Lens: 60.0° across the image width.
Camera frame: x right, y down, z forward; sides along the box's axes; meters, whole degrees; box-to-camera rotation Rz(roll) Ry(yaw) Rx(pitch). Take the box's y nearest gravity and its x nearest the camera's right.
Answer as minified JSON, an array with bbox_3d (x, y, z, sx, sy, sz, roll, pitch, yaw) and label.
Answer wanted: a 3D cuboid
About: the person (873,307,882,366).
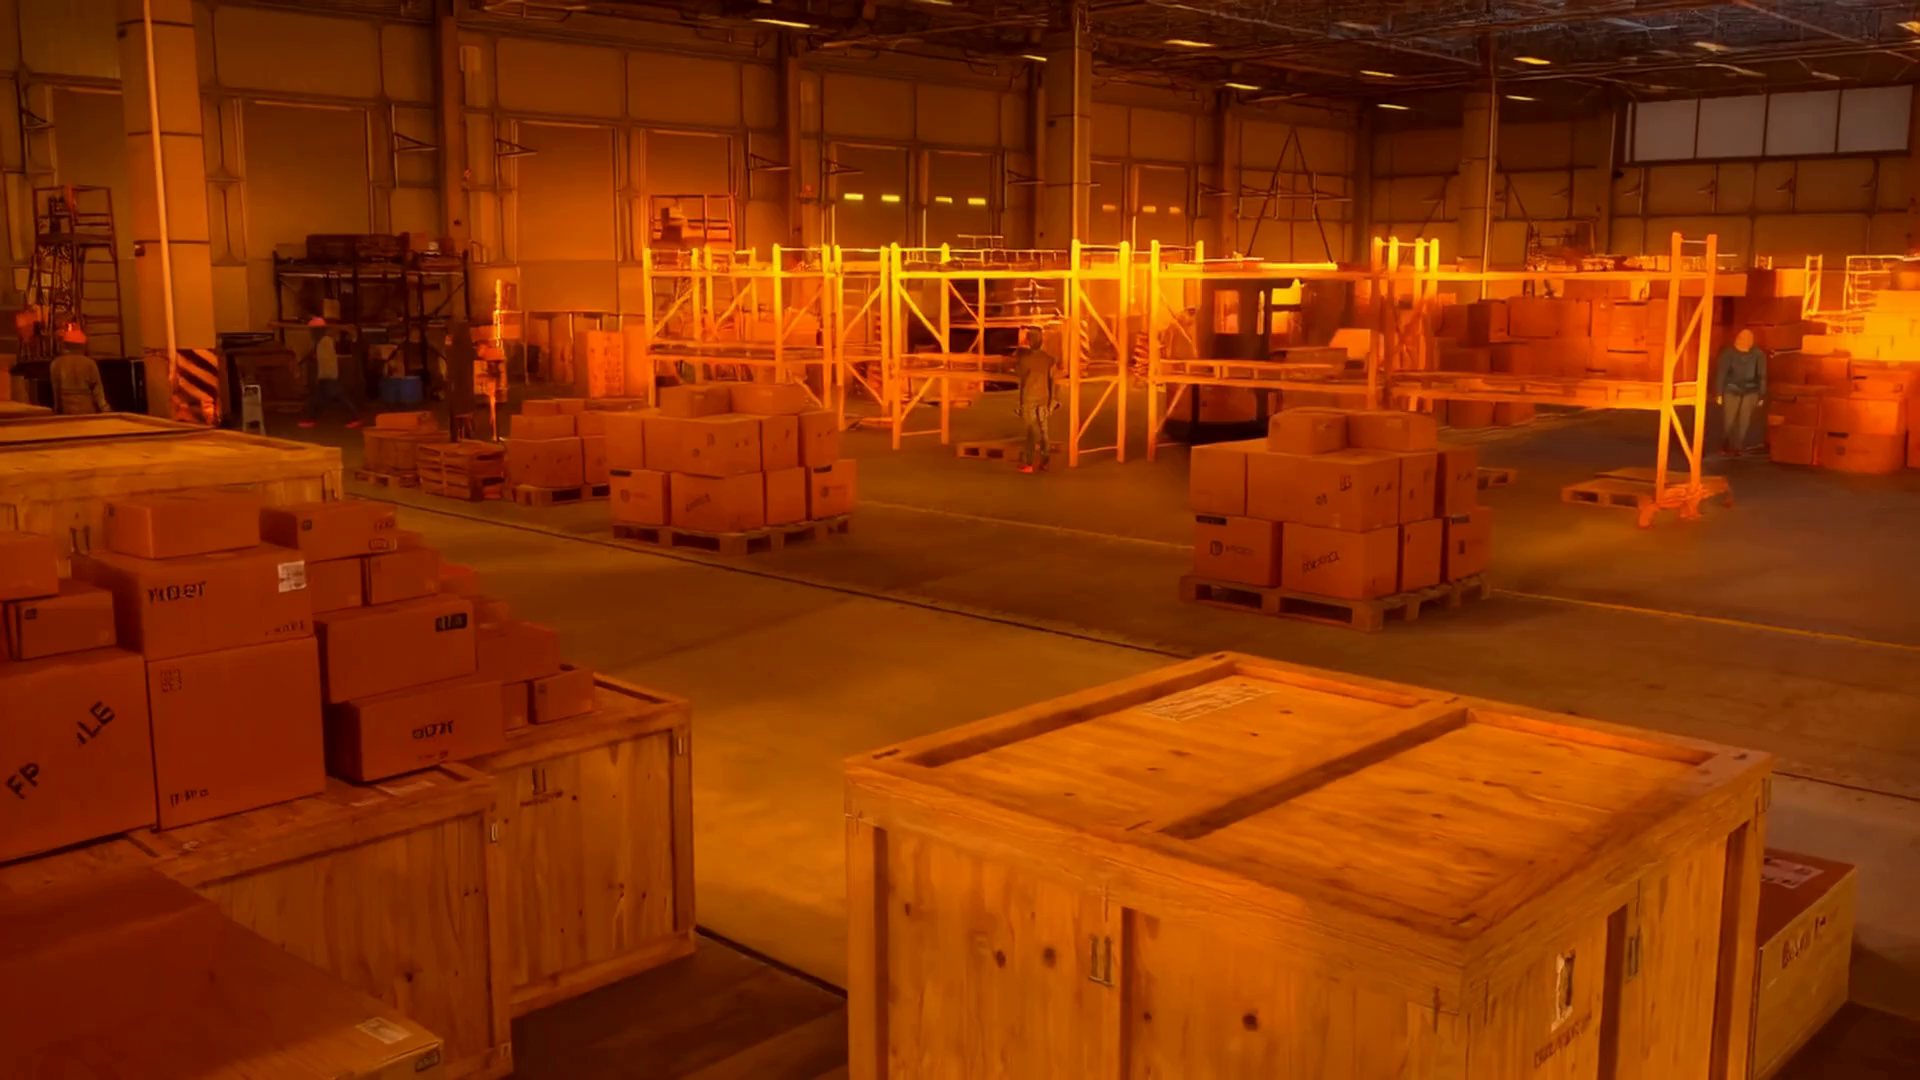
[{"bbox_3d":[-2.154,-5.381,44.372,0.314,1.632,0.522,-1,9,-5],"label":"person"}]

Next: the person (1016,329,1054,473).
[{"bbox_3d":[0.978,-1.802,21.669,0.514,1.876,0.328,-4,10,-22],"label":"person"}]

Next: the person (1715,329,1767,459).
[{"bbox_3d":[10.891,-2.025,23.180,0.638,1.821,0.670,3,10,17],"label":"person"}]

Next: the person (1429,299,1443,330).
[{"bbox_3d":[15.211,-6.841,53.123,0.554,1.680,0.380,6,11,33],"label":"person"}]

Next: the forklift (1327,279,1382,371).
[{"bbox_3d":[10.016,-5.866,43.508,1.873,2.768,1.129,9,13,43],"label":"forklift"}]

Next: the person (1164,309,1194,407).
[{"bbox_3d":[3.994,-3.219,30.181,0.628,1.933,0.378,-4,10,-25],"label":"person"}]

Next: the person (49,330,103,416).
[{"bbox_3d":[-10.622,-1.566,20.065,0.591,1.923,0.381,0,9,-2],"label":"person"}]

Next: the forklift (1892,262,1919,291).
[{"bbox_3d":[23.277,-5.417,40.755,1.129,2.768,1.873,3,10,19],"label":"forklift"}]

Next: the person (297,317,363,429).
[{"bbox_3d":[-10.518,-2.783,27.724,1.005,1.871,0.593,-4,10,-23],"label":"person"}]

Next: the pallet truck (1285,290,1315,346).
[{"bbox_3d":[11.297,-6.951,52.861,1.885,1.965,0.823,-5,11,-29],"label":"pallet truck"}]

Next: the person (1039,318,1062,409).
[{"bbox_3d":[1.726,-3.330,31.478,0.485,1.735,0.330,-5,10,-27],"label":"person"}]

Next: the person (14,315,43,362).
[{"bbox_3d":[-14.782,-2.613,26.473,0.372,1.929,0.543,-6,11,-32],"label":"person"}]

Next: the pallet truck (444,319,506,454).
[{"bbox_3d":[-6.981,-1.942,22.150,1.885,1.965,0.823,1,9,9],"label":"pallet truck"}]

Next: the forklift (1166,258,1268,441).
[{"bbox_3d":[4.192,-3.014,26.026,1.129,2.768,1.873,9,13,43],"label":"forklift"}]
